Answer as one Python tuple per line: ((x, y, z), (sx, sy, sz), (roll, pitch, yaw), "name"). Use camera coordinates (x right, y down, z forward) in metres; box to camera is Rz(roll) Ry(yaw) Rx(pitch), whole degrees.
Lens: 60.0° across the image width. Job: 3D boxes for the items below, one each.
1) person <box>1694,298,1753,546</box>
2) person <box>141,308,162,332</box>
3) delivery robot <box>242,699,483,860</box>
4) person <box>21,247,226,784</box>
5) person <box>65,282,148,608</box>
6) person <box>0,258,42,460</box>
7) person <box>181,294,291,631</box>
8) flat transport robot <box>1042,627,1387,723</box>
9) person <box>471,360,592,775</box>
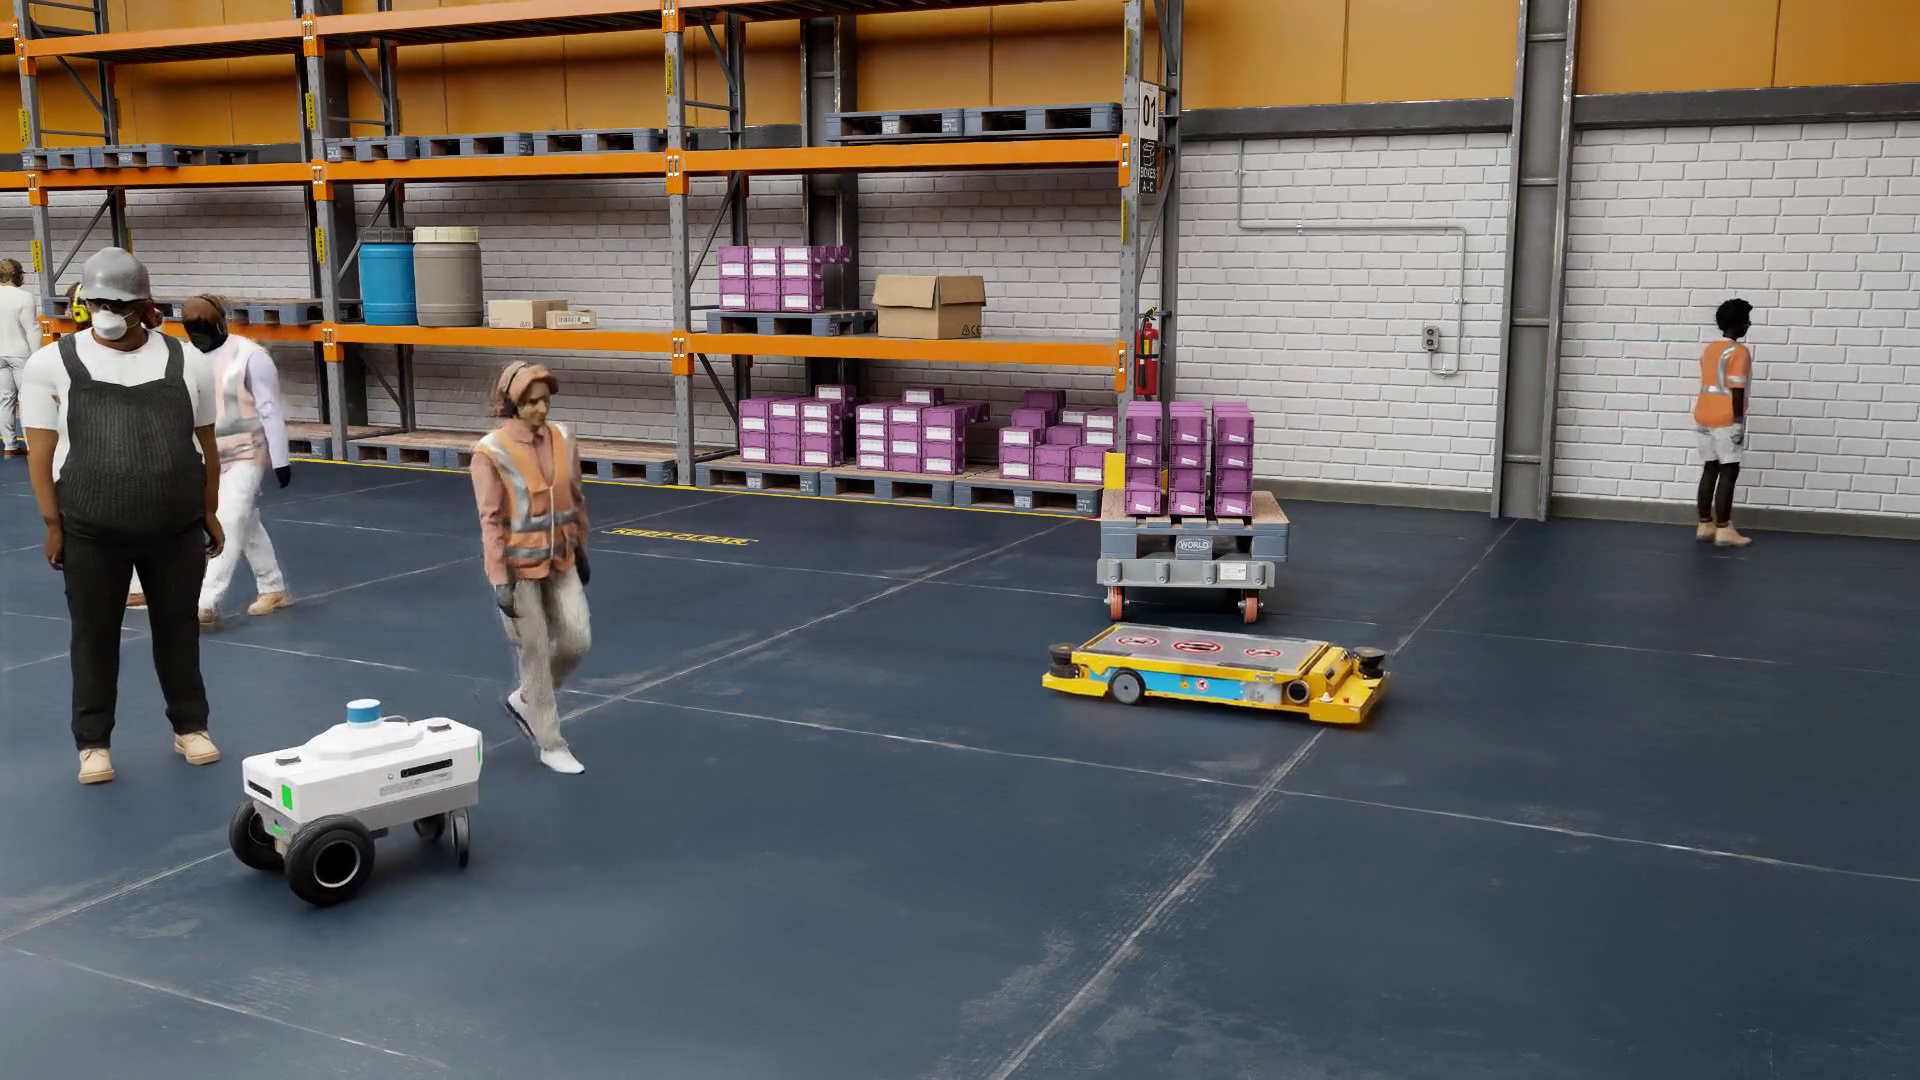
((5.256, -0.809, 11.450), (0.343, 1.694, 0.553), (0, 10, -1), "person")
((-6.921, -1.318, 13.870), (0.577, 1.871, 0.419), (-6, 12, -32), "person")
((-1.931, 0.763, 5.423), (0.477, 0.478, 0.707), (10, 14, 44), "delivery robot")
((-3.166, -0.102, 6.394), (0.681, 2.000, 0.536), (-7, 12, -35), "person")
((-4.937, -0.529, 9.435), (0.811, 1.835, 0.570), (3, 10, 16), "person")
((-9.114, -1.741, 16.070), (0.627, 1.940, 0.371), (3, 10, 16), "person")
((-3.970, -0.416, 8.925), (0.643, 1.781, 0.934), (4, 11, 19), "person")
((1.156, 0.582, 7.541), (1.431, 0.197, 0.652), (4, 11, 23), "flat transport robot")
((-1.662, 0.112, 6.393), (0.459, 1.620, 0.542), (7, 12, 35), "person")
